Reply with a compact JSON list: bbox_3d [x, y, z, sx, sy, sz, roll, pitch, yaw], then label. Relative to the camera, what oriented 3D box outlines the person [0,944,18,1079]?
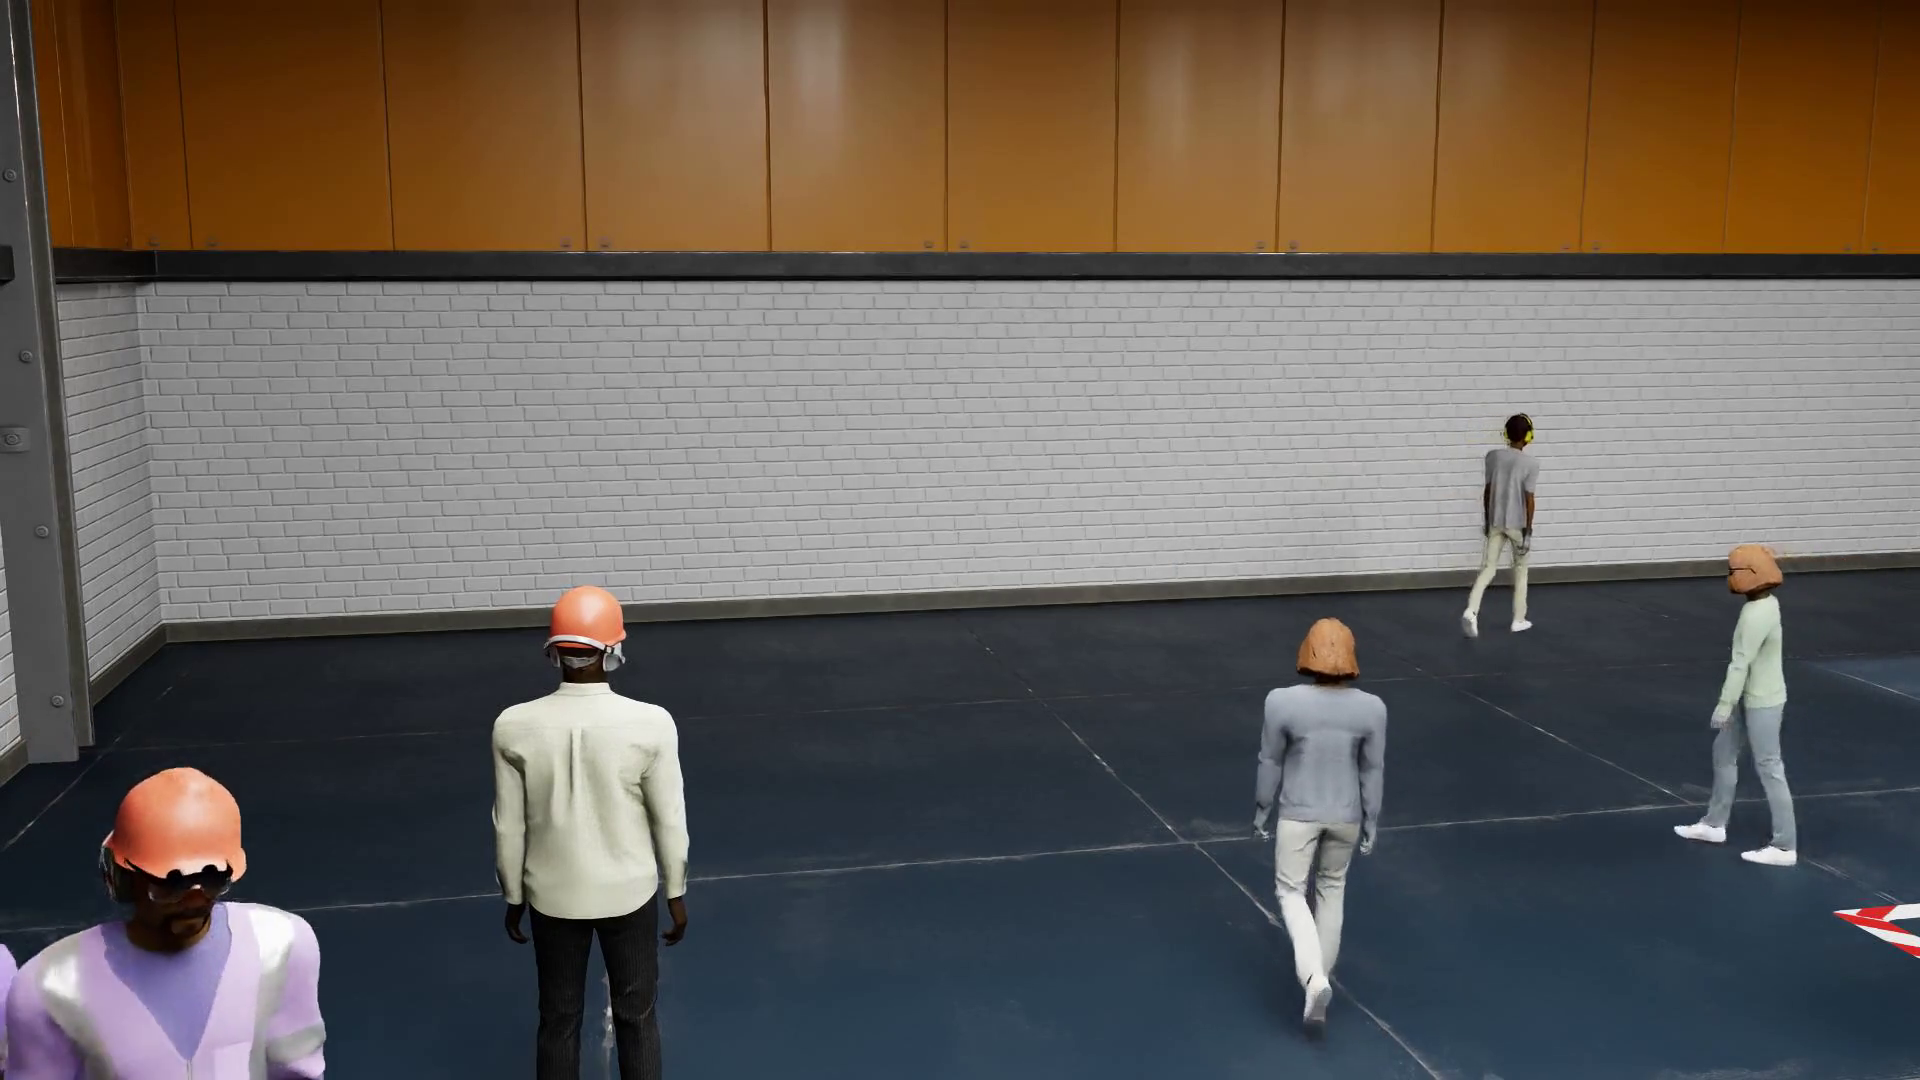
[{"bbox_3d":[-2.242,1.513,3.539,0.394,1.847,0.563,6,11,31],"label":"person"}]

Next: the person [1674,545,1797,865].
[{"bbox_3d":[3.954,0.826,8.444,0.721,1.602,0.509,5,11,29],"label":"person"}]

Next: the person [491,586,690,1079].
[{"bbox_3d":[-1.185,1.134,5.404,0.622,1.994,0.380,0,9,-3],"label":"person"}]

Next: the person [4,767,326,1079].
[{"bbox_3d":[-1.732,1.431,3.651,0.609,1.999,0.976,-8,12,-40],"label":"person"}]

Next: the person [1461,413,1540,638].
[{"bbox_3d":[4.418,-0.116,13.525,0.534,1.841,0.893,9,13,44],"label":"person"}]

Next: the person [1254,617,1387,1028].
[{"bbox_3d":[1.445,1.121,6.629,0.502,1.614,0.653,0,9,-1],"label":"person"}]
